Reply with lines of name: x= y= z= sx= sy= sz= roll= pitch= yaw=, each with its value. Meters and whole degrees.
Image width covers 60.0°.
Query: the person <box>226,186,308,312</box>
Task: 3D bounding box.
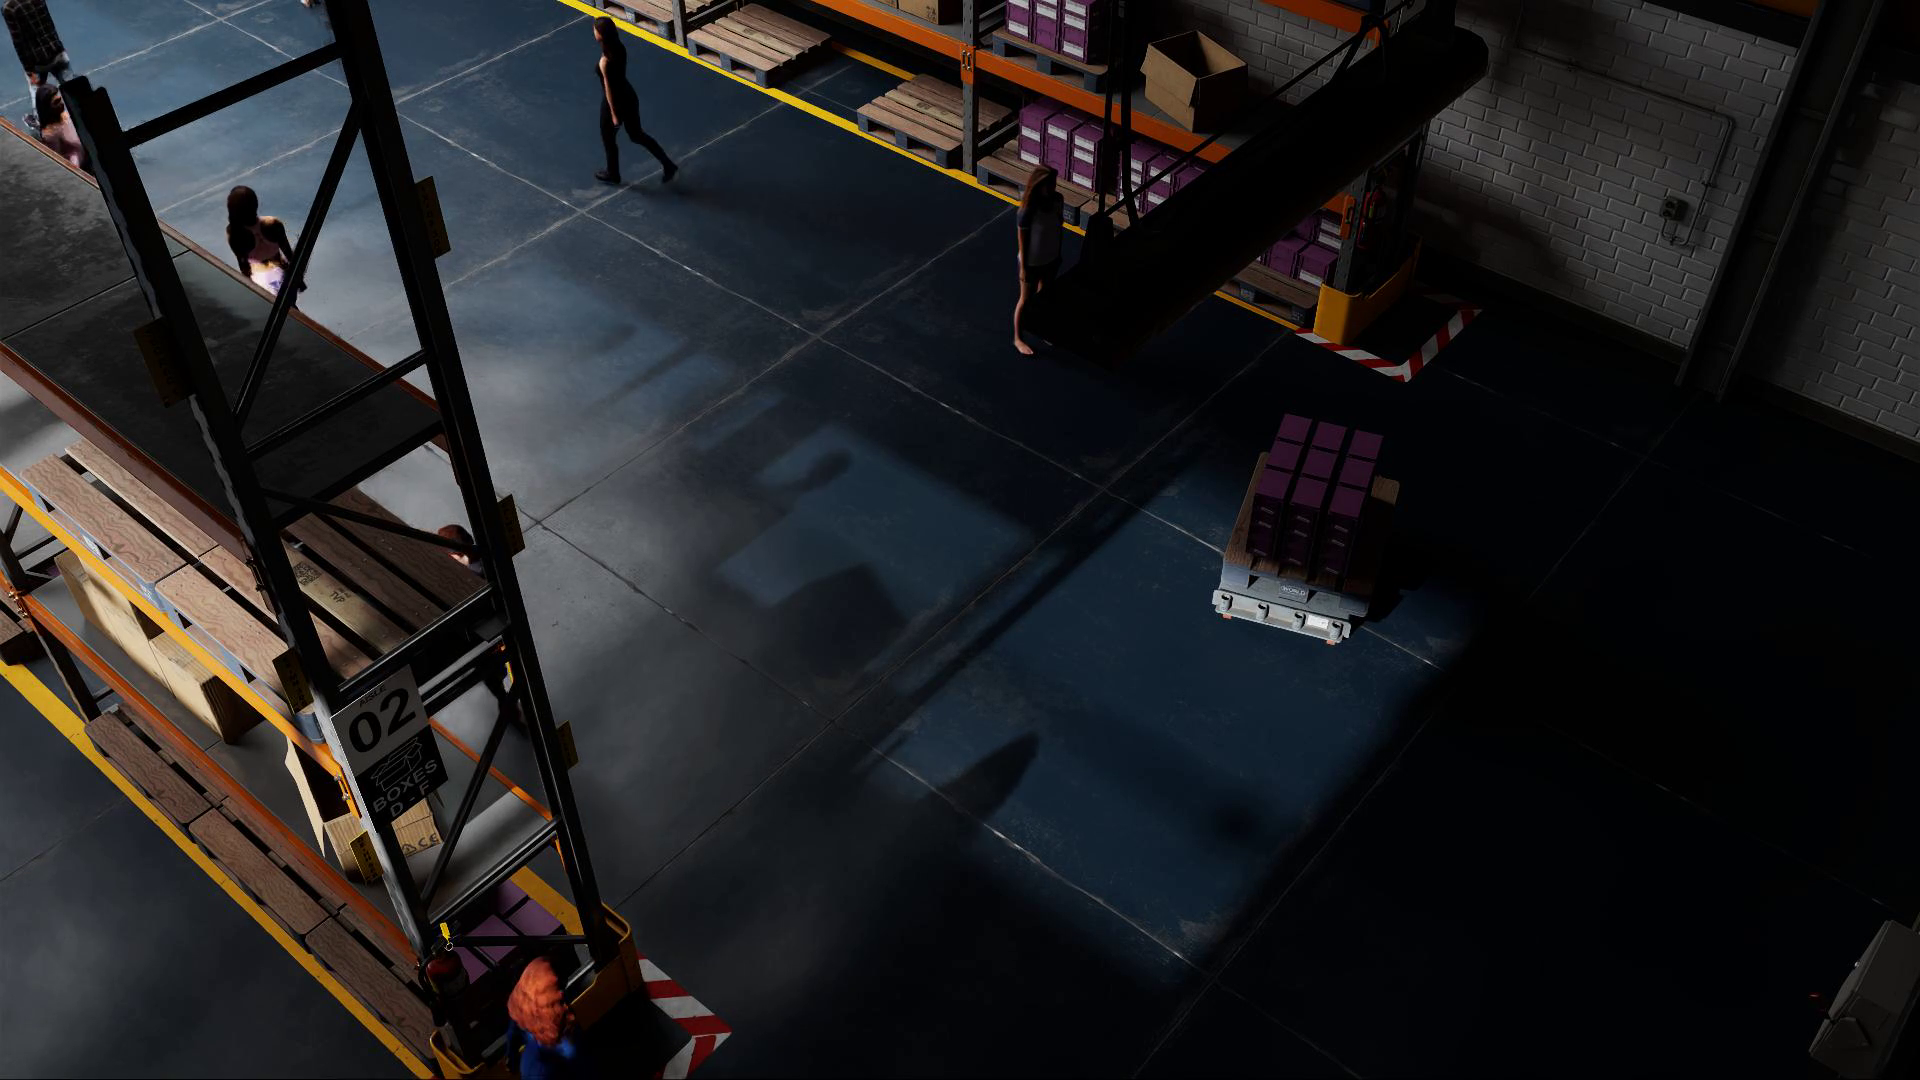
person: x=-5.313 y=-1.937 z=12.993 sx=0.597 sy=1.757 sz=0.632 roll=-33 pitch=53 yaw=-30

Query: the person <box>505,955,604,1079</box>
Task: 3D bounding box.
person: x=-2.048 y=2.709 z=8.112 sx=0.835 sy=1.762 sz=1.089 roll=-31 pitch=51 yaw=-28

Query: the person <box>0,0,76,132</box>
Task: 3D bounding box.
person: x=-8.528 y=-4.496 z=15.670 sx=1.223 sy=1.770 sz=0.801 roll=21 pitch=47 yaw=20

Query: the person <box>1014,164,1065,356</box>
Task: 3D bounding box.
person: x=0.625 y=-2.272 z=13.366 sx=0.631 sy=1.728 sz=0.603 roll=-28 pitch=50 yaw=-26

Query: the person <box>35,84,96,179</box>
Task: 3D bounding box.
person: x=-7.541 y=-3.014 z=14.106 sx=1.178 sy=1.782 sz=0.977 roll=8 pitch=44 yaw=8

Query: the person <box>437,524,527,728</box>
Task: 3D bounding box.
person: x=-3.090 y=0.477 z=10.549 sx=0.896 sy=1.633 sz=0.600 roll=29 pitch=51 yaw=27

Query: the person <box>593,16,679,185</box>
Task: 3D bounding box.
person: x=-3.026 y=-3.949 z=15.174 sx=1.165 sy=1.662 sz=0.901 roll=11 pitch=45 yaw=12
